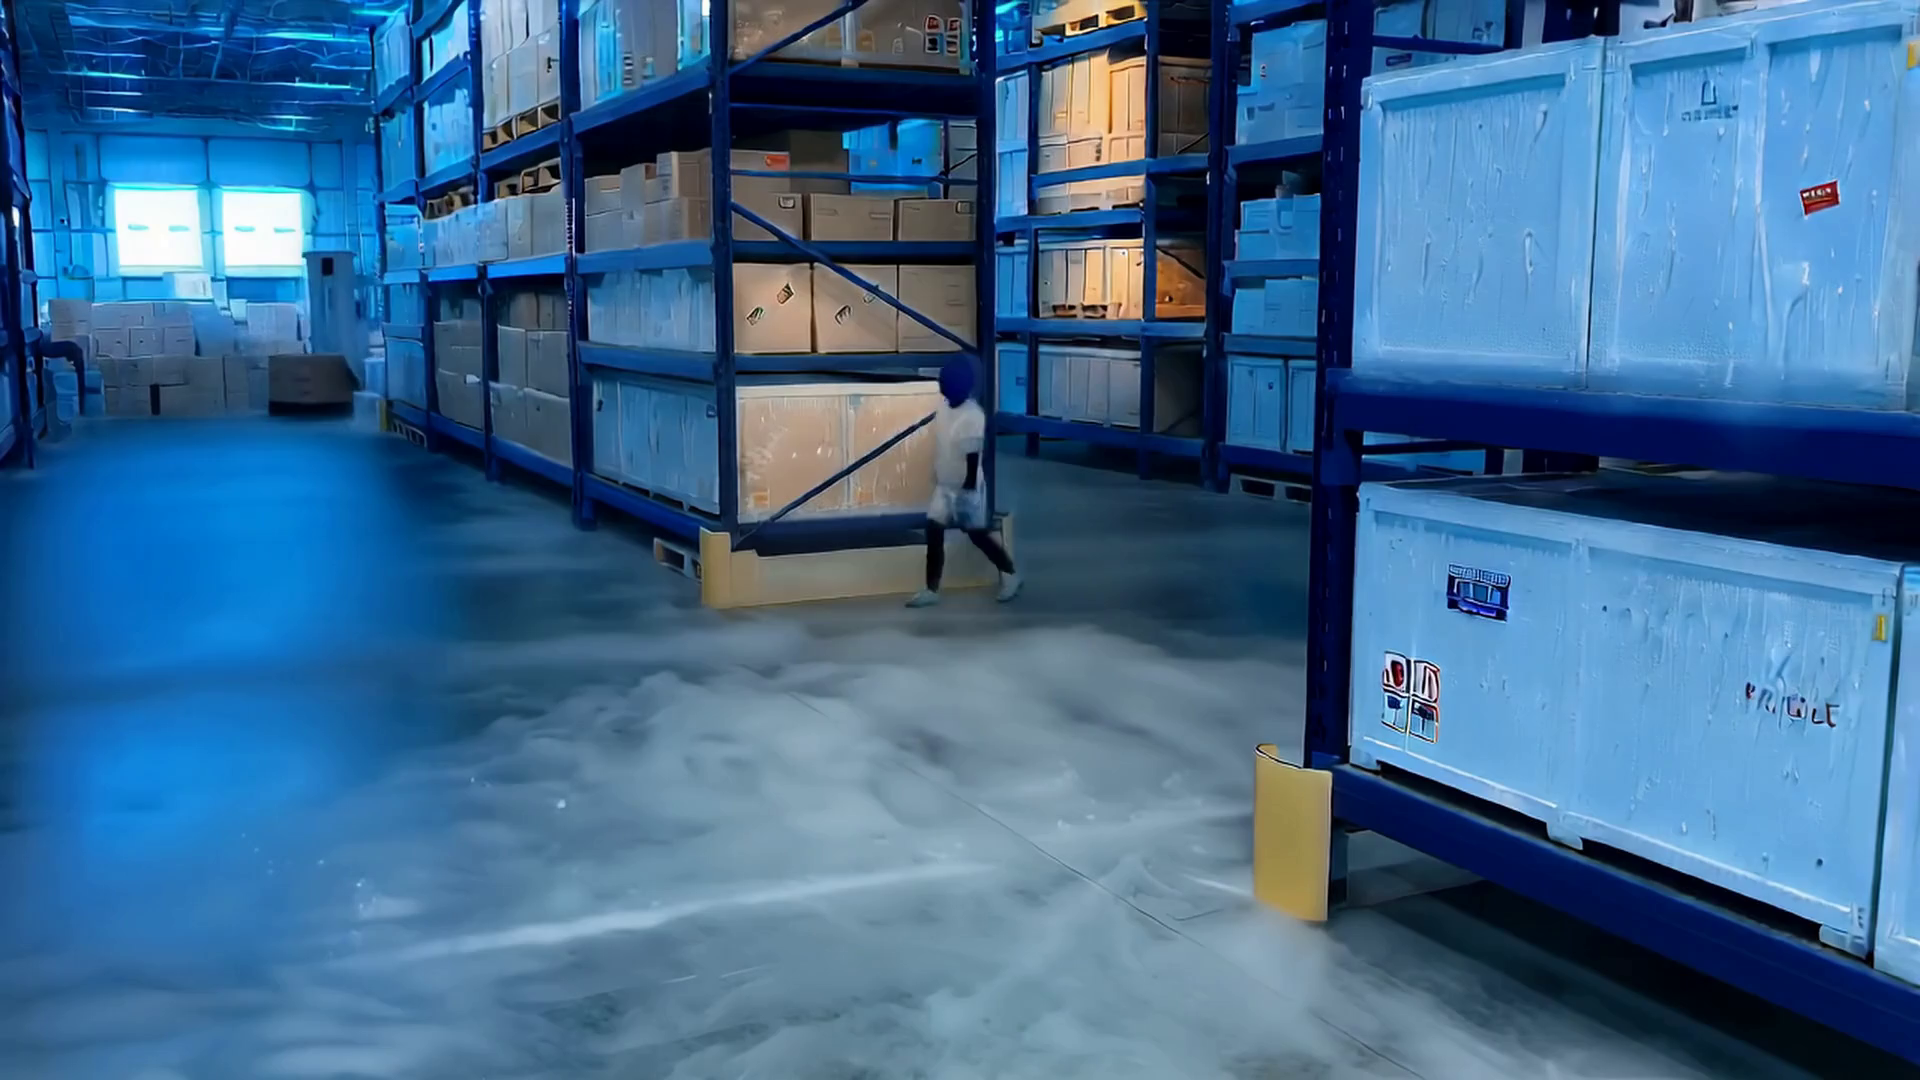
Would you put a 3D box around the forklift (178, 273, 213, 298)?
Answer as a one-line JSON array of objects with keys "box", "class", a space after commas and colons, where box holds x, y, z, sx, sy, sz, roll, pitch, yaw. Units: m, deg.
[{"box": [-23.551, -6.867, 51.438, 1.873, 2.768, 1.129, 6, 10, 37], "class": "forklift"}]

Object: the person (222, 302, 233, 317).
[{"box": [-25.123, -7.192, 56.953, 0.589, 1.928, 0.386, 2, 9, 15], "class": "person"}]

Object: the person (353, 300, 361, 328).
[{"box": [-10.666, -3.219, 29.323, 0.614, 1.993, 0.395, 8, 11, 44], "class": "person"}]

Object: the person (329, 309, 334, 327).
[{"box": [-21.115, -6.902, 55.814, 0.556, 1.663, 0.749, 5, 9, 29], "class": "person"}]

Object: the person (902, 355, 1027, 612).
[{"box": [0.048, -0.366, 10.790, 0.817, 1.668, 0.537, -4, 9, -27], "class": "person"}]

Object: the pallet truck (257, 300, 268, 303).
[{"box": [-23.913, -7.404, 58.171, 1.885, 1.965, 0.823, -1, 8, -9], "class": "pallet truck"}]

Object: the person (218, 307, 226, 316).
[{"box": [-15.293, -3.895, 34.497, 0.633, 1.846, 0.429, 7, 11, 40], "class": "person"}]

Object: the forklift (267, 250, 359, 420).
[{"box": [-10.586, -3.463, 27.966, 1.129, 2.768, 1.873, 5, 10, 33], "class": "forklift"}]
